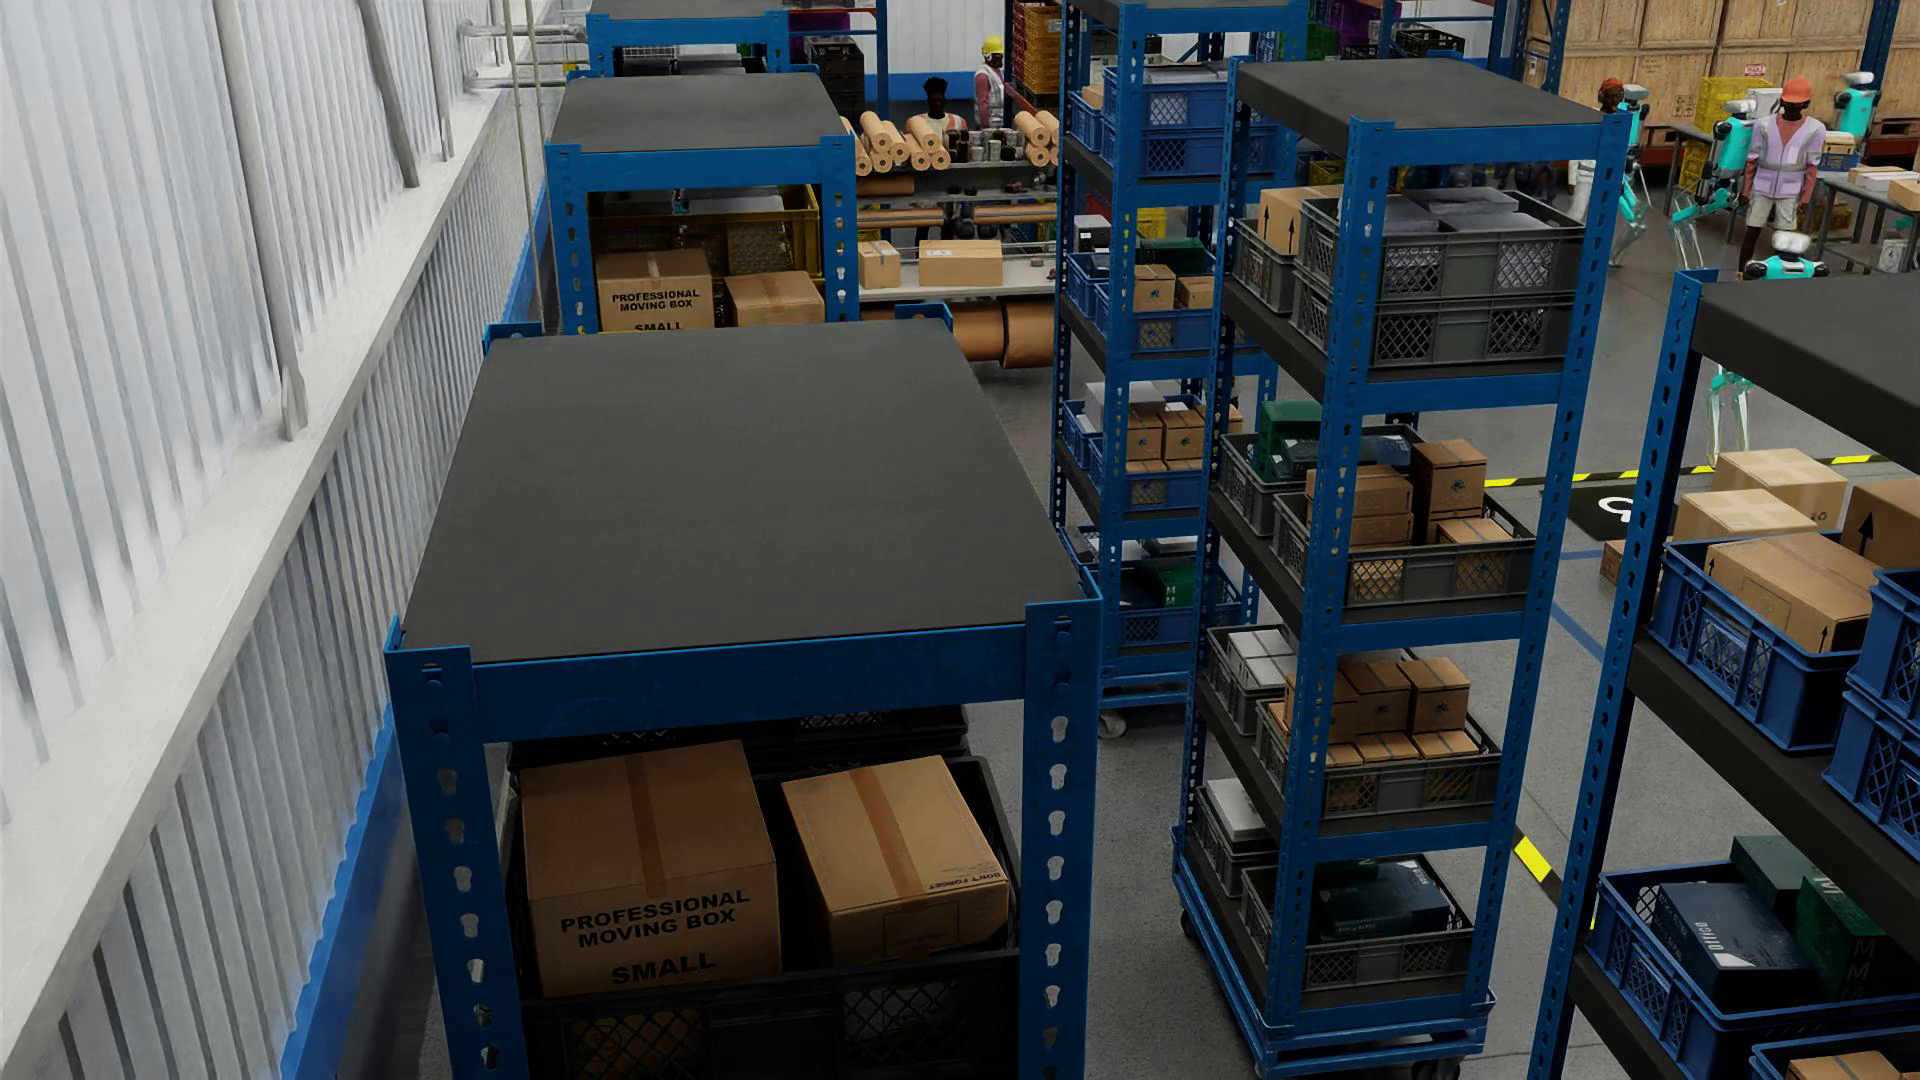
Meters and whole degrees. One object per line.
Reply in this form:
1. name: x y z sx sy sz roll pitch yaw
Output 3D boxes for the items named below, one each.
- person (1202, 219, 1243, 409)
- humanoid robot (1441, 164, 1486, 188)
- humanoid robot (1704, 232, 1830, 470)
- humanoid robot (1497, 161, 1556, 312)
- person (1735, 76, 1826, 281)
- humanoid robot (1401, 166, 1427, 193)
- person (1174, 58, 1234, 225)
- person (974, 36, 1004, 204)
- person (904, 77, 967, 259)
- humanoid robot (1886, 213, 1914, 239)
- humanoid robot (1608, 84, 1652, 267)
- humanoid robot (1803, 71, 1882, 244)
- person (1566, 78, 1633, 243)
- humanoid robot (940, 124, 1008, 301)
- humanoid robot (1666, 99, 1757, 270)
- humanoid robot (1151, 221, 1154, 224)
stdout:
1. person: 1.724 -1.214 11.042 0.374 1.852 0.589 -4 25 -9
2. humanoid robot: 4.279 -2.692 14.471 0.584 1.655 0.345 -2 25 -5
3. humanoid robot: 5.350 -1.312 11.233 0.533 1.677 0.735 1 25 2
4. humanoid robot: 4.999 -2.857 14.810 0.320 1.649 0.608 -19 31 -35
5. person: 7.401 -3.163 15.072 0.601 2.034 0.414 14 28 27
6. humanoid robot: 3.898 -2.633 14.326 0.321 1.652 0.596 -3 25 -6
7. person: 2.684 -4.143 17.476 0.635 1.796 0.920 -11 27 -23
8. person: 0.368 -4.716 18.678 0.404 1.830 0.599 7 26 15
9. person: -0.219 -3.297 15.436 0.606 1.965 0.367 -6 25 -14
10. humanoid robot: 8.984 -3.088 15.245 0.531 1.714 1.034 -21 32 -38
11. humanoid robot: 6.462 -3.454 15.976 0.544 1.747 0.674 -13 28 -26
12. humanoid robot: 8.963 -3.996 17.285 0.537 1.788 1.000 -8 26 -17
13. person: 6.051 -3.431 15.826 0.572 1.883 0.354 -3 25 -6
14. humanoid robot: 0.121 -2.919 14.994 0.617 1.640 0.613 -5 25 -11
15. humanoid robot: 6.993 -3.322 15.603 0.533 1.677 0.735 -10 27 -21
16. humanoid robot: 1.942 -4.067 17.488 0.589 1.655 0.607 6 25 12
